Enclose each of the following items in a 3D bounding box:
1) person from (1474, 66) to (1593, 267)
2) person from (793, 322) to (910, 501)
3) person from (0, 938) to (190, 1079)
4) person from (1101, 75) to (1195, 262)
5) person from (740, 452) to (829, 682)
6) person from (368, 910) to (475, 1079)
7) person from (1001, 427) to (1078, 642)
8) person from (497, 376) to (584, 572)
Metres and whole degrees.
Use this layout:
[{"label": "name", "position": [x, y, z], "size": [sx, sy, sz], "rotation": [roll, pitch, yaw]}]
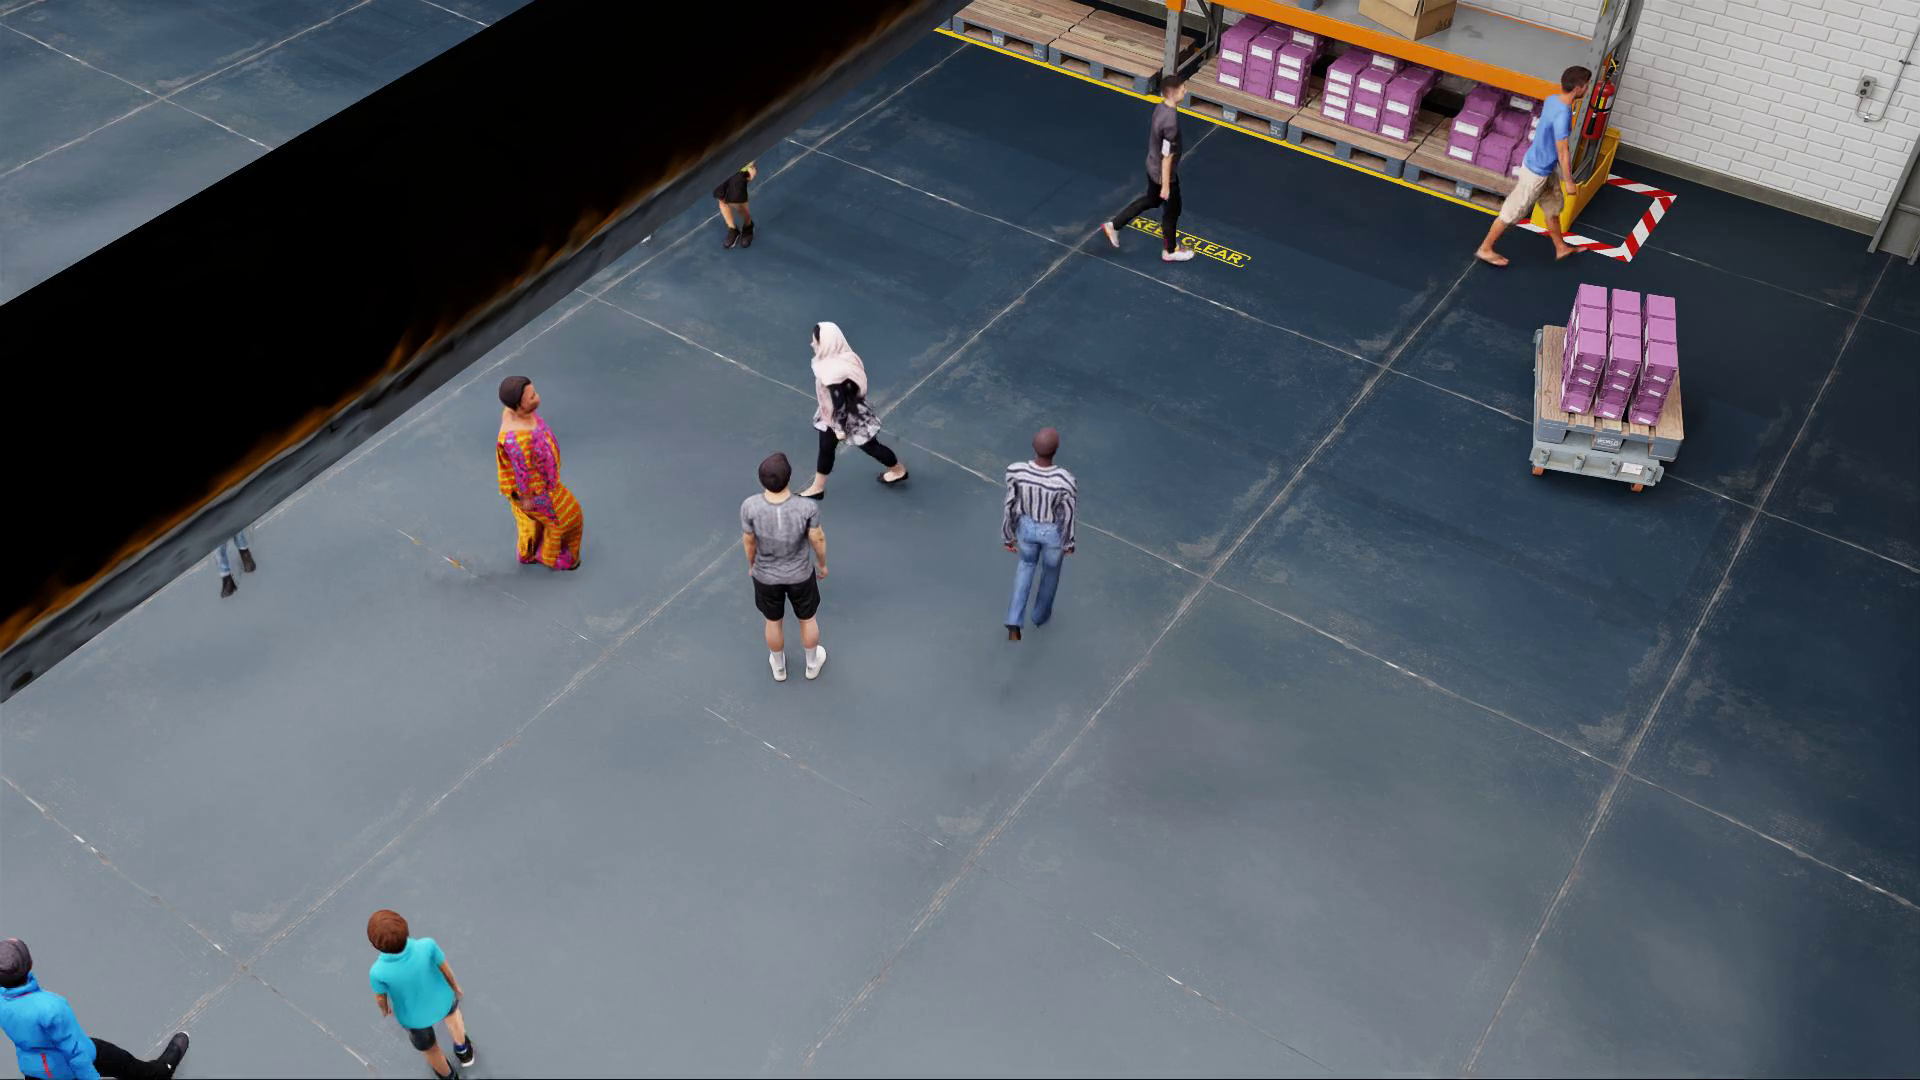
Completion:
[{"label": "person", "position": [4.804, -3.127, 14.095], "size": [1.269, 1.809, 0.925], "rotation": [13, 45, 13]}, {"label": "person", "position": [-0.731, -0.909, 11.938], "size": [1.132, 1.574, 1.125], "rotation": [-7, 44, -8]}, {"label": "person", "position": [-4.434, 2.639, 8.101], "size": [1.218, 1.729, 1.016], "rotation": [9, 44, 9]}, {"label": "person", "position": [1.642, -3.134, 14.148], "size": [1.156, 1.747, 1.020], "rotation": [0, 44, -1]}, {"label": "person", "position": [-1.119, 0.189, 10.569], "size": [0.698, 1.871, 0.795], "rotation": [-2, 44, -2]}, {"label": "person", "position": [-2.733, 2.415, 8.543], "size": [0.610, 1.442, 0.613], "rotation": [-27, 50, -25]}, {"label": "person", "position": [0.508, 0.029, 10.803], "size": [0.844, 1.780, 0.818], "rotation": [14, 45, 14]}, {"label": "person", "position": [-2.985, -0.430, 11.375], "size": [0.926, 1.656, 0.865], "rotation": [-7, 44, -7]}]
